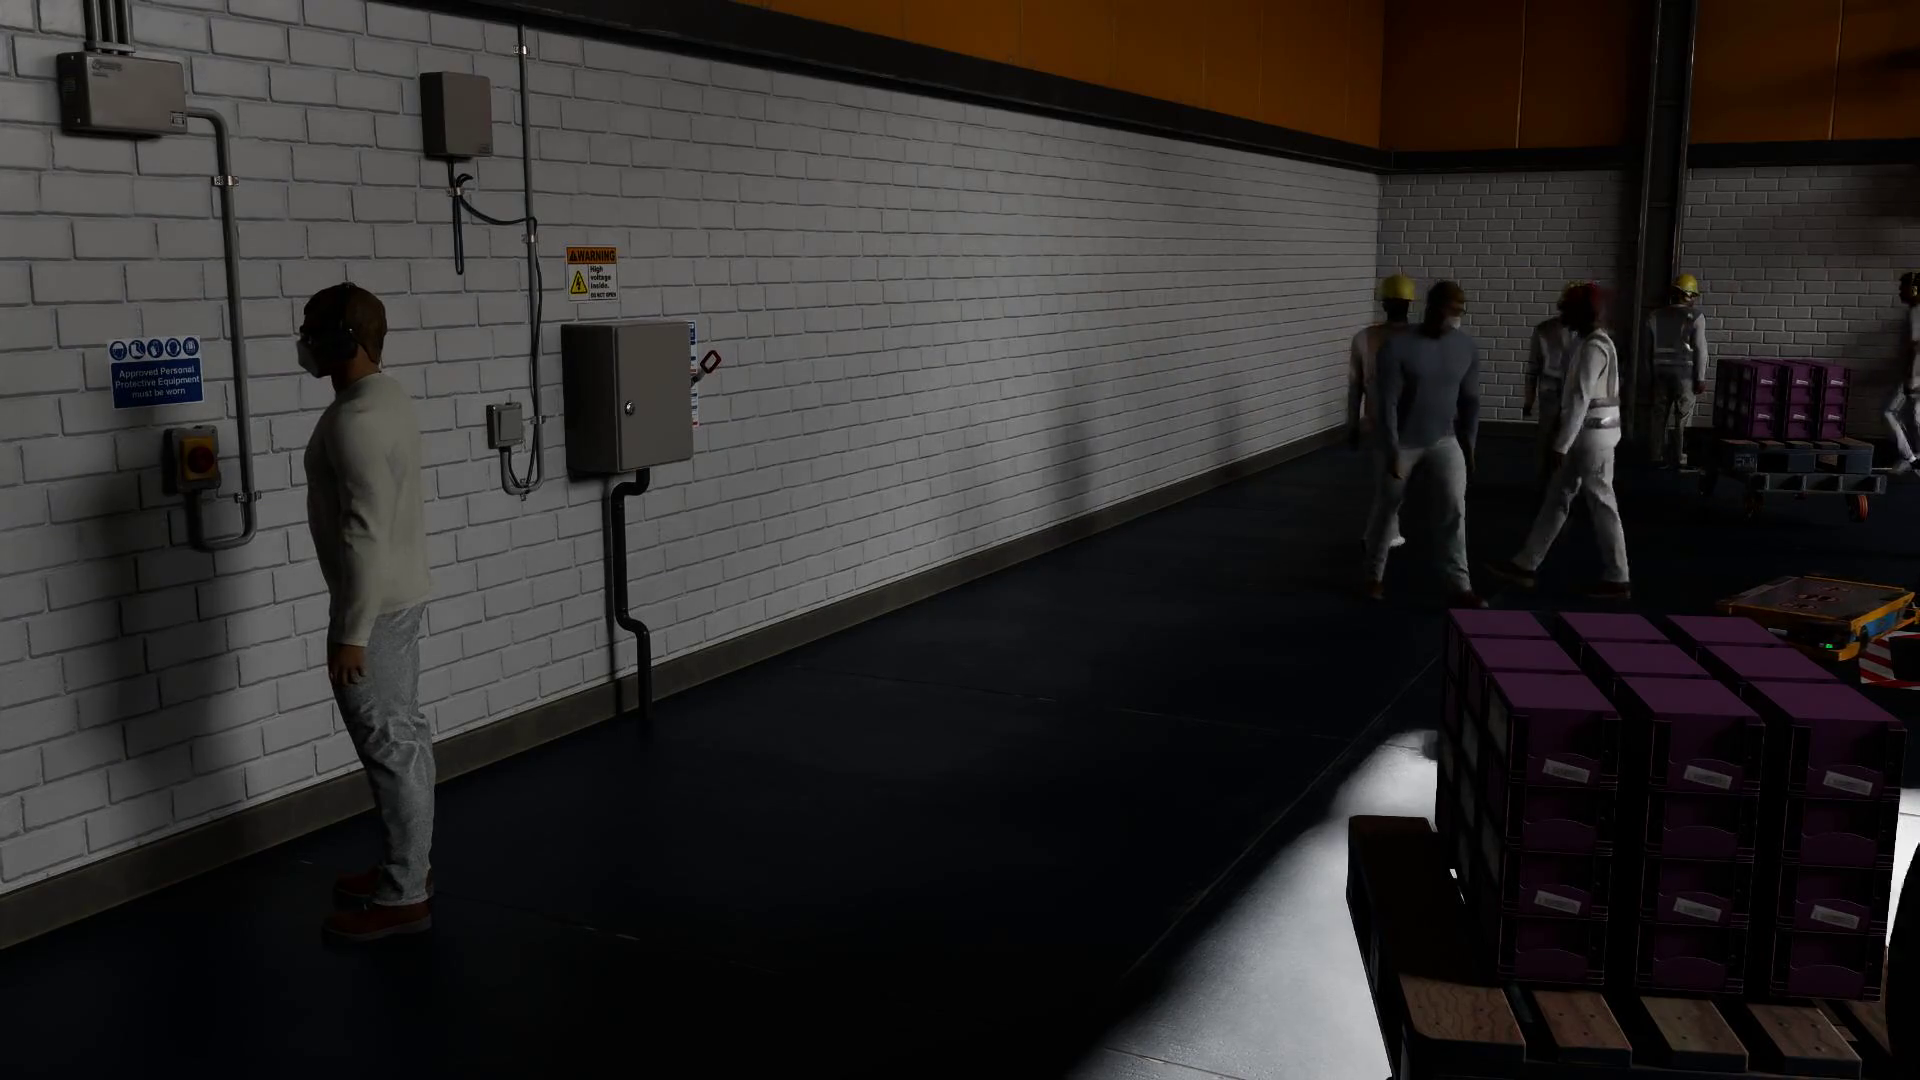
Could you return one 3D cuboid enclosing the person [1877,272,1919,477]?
[{"bbox_3d":[8.562,-1.476,14.990,0.506,1.852,0.446,-8,12,-38],"label":"person"}]

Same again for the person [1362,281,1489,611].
[{"bbox_3d":[2.650,-0.525,9.462,0.650,1.867,0.899,-1,10,-6],"label":"person"}]

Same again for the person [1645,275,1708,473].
[{"bbox_3d":[6.640,-1.536,15.401,0.403,1.822,0.588,-7,12,-35],"label":"person"}]

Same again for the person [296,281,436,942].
[{"bbox_3d":[-1.755,0.213,4.937,0.373,1.940,0.628,-2,10,-12],"label":"person"}]

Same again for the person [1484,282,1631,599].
[{"bbox_3d":[3.548,-0.578,9.768,0.924,1.845,0.586,3,10,18],"label":"person"}]

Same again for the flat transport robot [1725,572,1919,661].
[{"bbox_3d":[4.532,0.384,8.770,0.652,0.197,1.431,10,14,44],"label":"flat transport robot"}]

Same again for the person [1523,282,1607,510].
[{"bbox_3d":[4.769,-1.124,13.105,0.642,1.790,0.747,4,11,22],"label":"person"}]

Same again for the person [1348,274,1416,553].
[{"bbox_3d":[2.854,-0.817,11.060,0.586,1.889,0.948,8,12,38],"label":"person"}]
